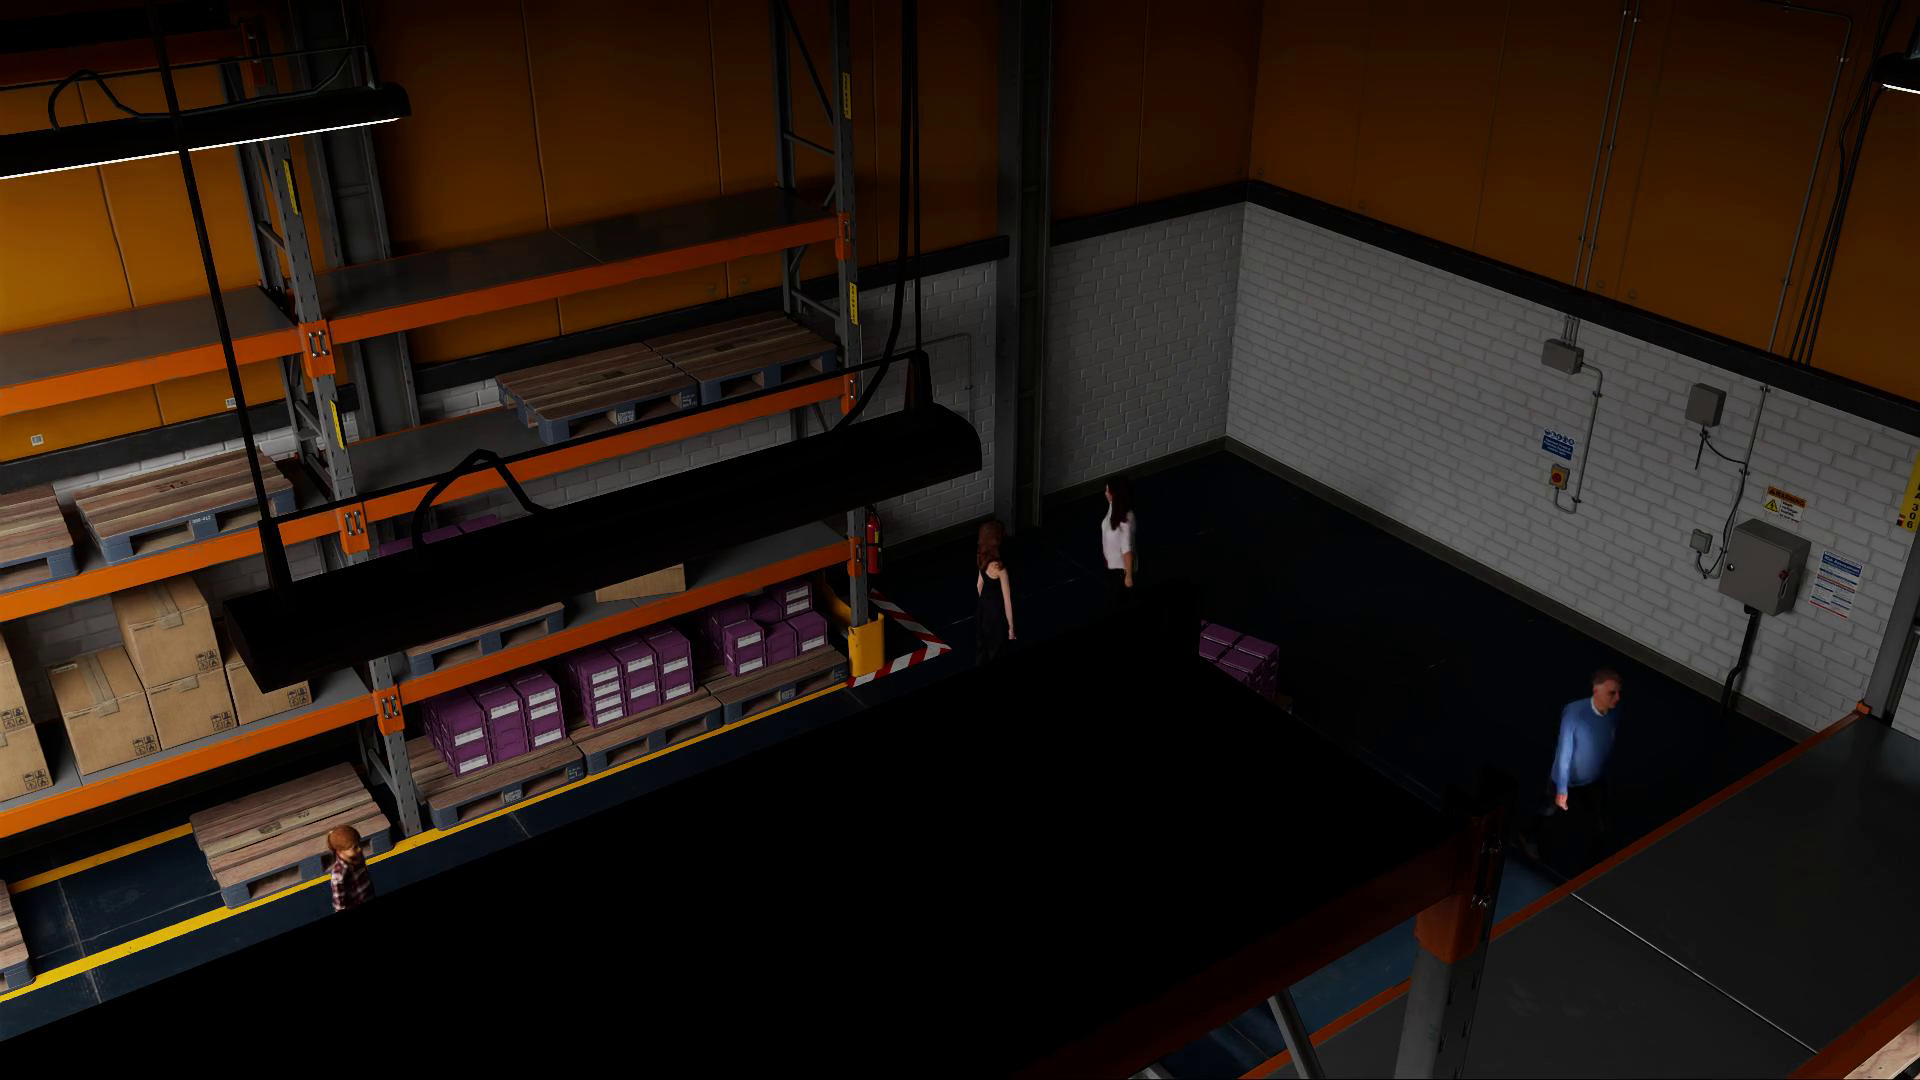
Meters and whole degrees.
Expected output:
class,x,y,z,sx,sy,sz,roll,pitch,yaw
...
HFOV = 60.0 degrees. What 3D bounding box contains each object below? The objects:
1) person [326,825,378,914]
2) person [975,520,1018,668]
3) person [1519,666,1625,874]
class,x,y,z,sx,sy,sz,roll,pitch,yaw
person,-4.031,2.394,10.900,0.894,1.286,0.816,1,29,3
person,0.262,0.614,13.682,0.504,1.748,0.580,-18,34,-30
person,4.327,1.623,11.806,1.197,1.772,1.033,-6,29,-11
